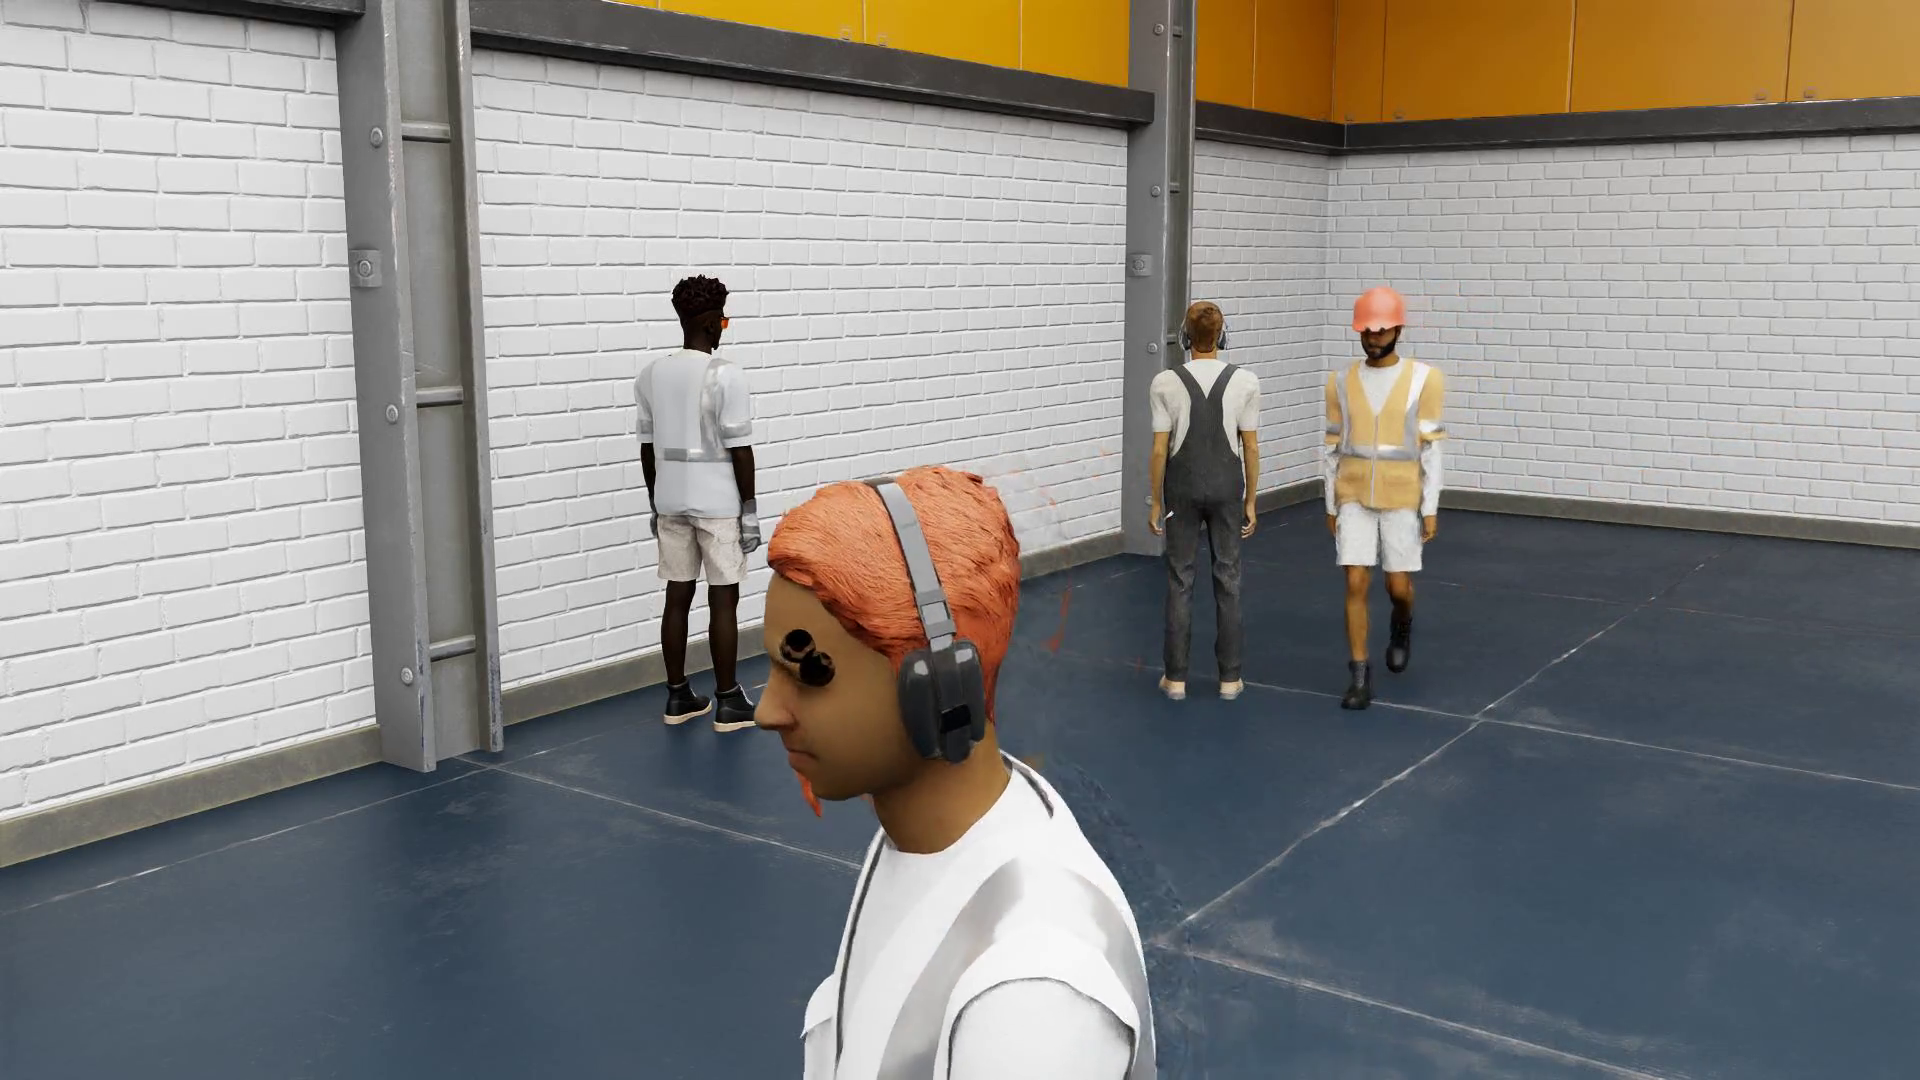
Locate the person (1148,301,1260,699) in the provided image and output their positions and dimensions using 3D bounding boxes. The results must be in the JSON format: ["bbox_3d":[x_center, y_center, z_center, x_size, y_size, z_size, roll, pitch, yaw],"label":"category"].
[{"bbox_3d":[1.118,-0.173,7.668,0.505,1.840,0.346,1,10,4],"label":"person"}]

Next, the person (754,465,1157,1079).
[{"bbox_3d":[-0.090,0.853,1.536,0.929,1.841,0.601,-2,10,-10],"label":"person"}]

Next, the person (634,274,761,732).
[{"bbox_3d":[-1.111,-0.156,7.185,0.603,1.966,0.367,6,11,30],"label":"person"}]

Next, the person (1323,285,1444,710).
[{"bbox_3d":[1.936,-0.206,7.638,0.544,1.915,0.655,4,10,24],"label":"person"}]
